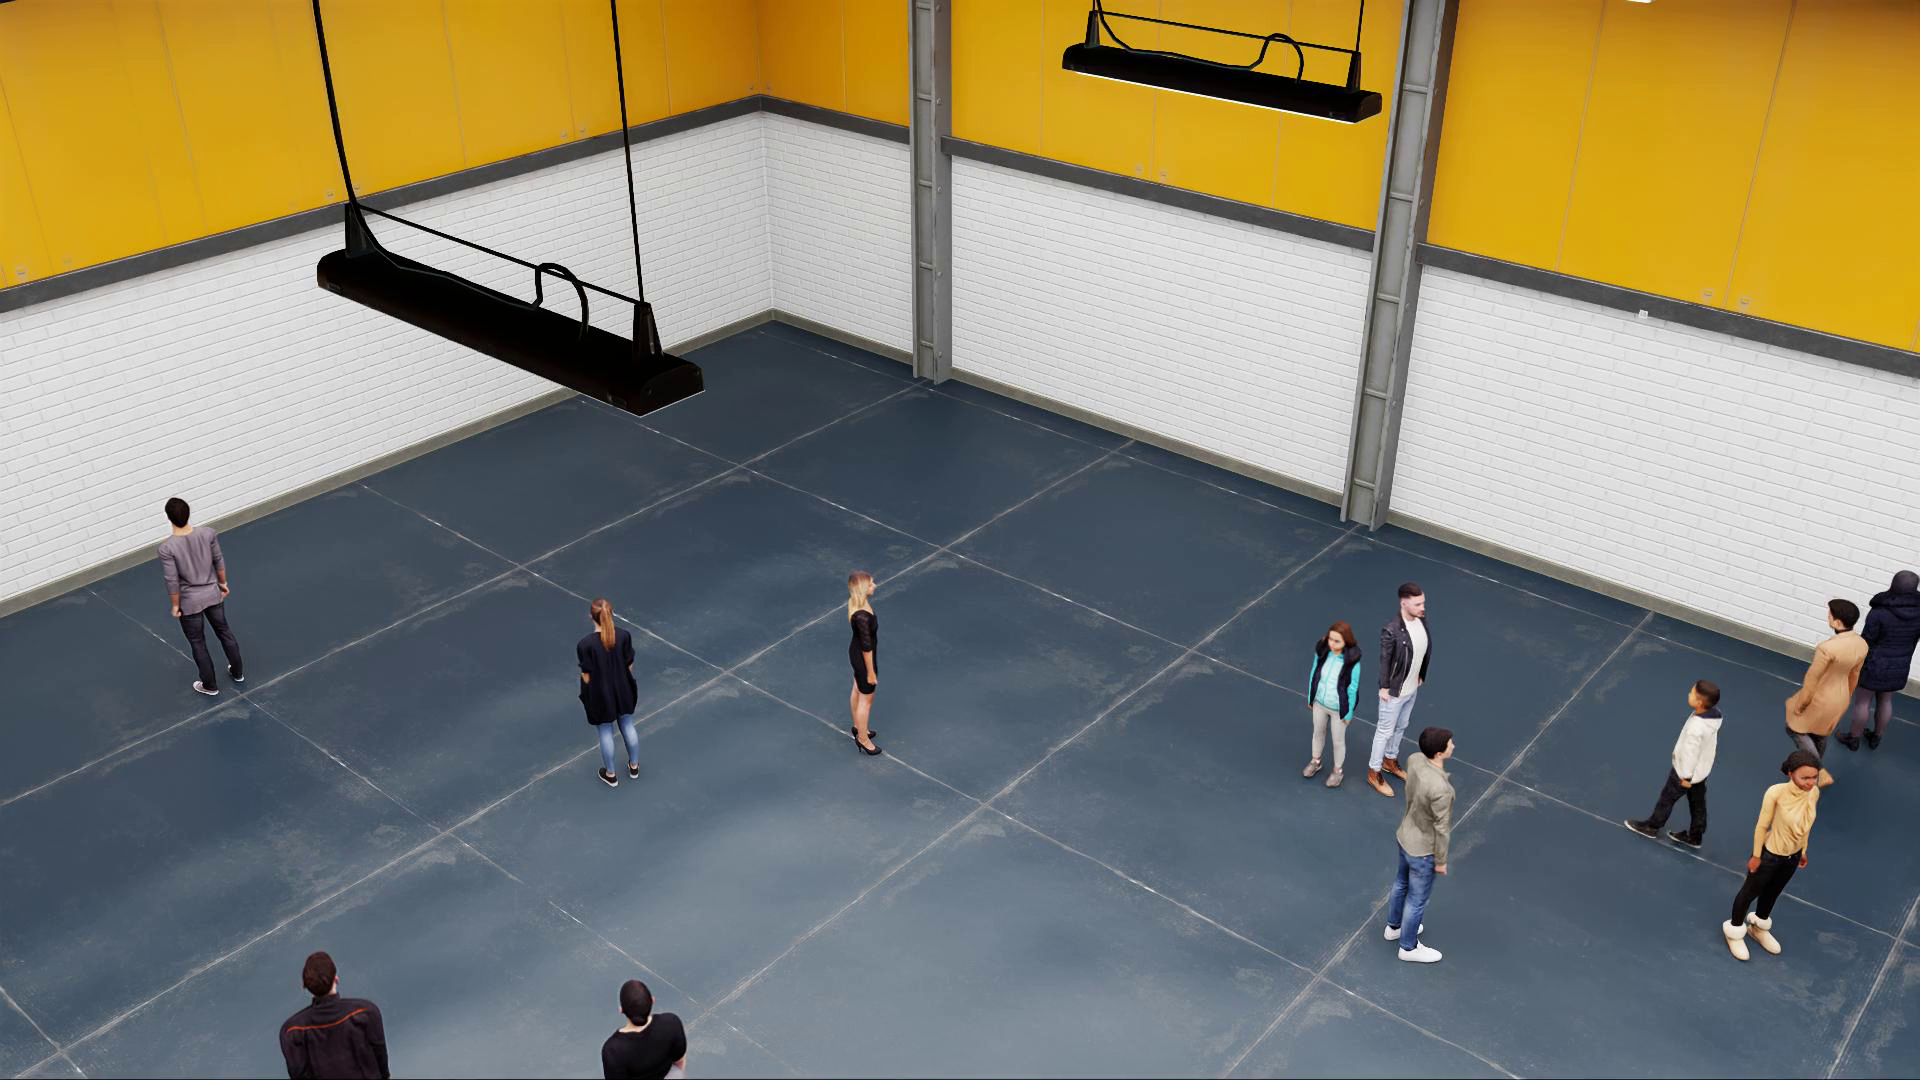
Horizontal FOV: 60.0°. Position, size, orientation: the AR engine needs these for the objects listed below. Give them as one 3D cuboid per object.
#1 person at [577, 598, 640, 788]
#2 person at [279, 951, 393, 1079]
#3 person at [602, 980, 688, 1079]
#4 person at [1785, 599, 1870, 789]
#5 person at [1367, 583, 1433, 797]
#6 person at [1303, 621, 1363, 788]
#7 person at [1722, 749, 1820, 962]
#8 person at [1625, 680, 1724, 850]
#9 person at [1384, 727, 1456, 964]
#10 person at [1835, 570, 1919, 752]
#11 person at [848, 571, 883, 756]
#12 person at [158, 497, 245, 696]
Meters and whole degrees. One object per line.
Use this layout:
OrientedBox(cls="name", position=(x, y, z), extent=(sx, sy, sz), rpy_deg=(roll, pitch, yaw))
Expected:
OrientedBox(cls="person", position=(-2.773, 1.198, 13.192), extent=(0.703, 1.684, 0.678), rpy_deg=(-15, 32, -25))
OrientedBox(cls="person", position=(-3.481, 3.118, 9.434), extent=(0.770, 1.911, 0.743), rpy_deg=(-12, 31, -21))
OrientedBox(cls="person", position=(-1.754, 3.199, 9.444), extent=(0.722, 1.760, 0.698), rpy_deg=(-19, 34, -31))
OrientedBox(cls="person", position=(6.821, 1.282, 13.006), extent=(0.882, 1.713, 0.968), rpy_deg=(-9, 30, -17))
OrientedBox(cls="person", position=(3.464, 1.139, 13.139), extent=(0.682, 1.837, 0.592), rpy_deg=(-23, 36, -36))
OrientedBox(cls="person", position=(2.973, 1.281, 13.235), extent=(0.493, 1.496, 0.608), rpy_deg=(22, 36, 35))
OrientedBox(cls="person", position=(5.638, 2.145, 11.481), extent=(0.698, 1.659, 0.737), rpy_deg=(-6, 29, -12))
OrientedBox(cls="person", position=(5.568, 1.723, 12.490), extent=(0.765, 1.434, 0.587), rpy_deg=(25, 37, 37))
OrientedBox(cls="person", position=(3.153, 2.070, 11.404), extent=(0.848, 1.865, 0.765), rpy_deg=(-5, 29, -9))
OrientedBox(cls="person", position=(7.548, 0.982, 13.597), extent=(0.791, 1.674, 0.851), rpy_deg=(-2, 29, -4))
OrientedBox(cls="person", position=(-0.790, 0.985, 13.590), extent=(0.671, 1.676, 0.583), rpy_deg=(-6, 29, -11))
OrientedBox(cls="person", position=(-6.564, 0.471, 14.347), extent=(0.533, 1.854, 0.672), rpy_deg=(20, 35, 33))
